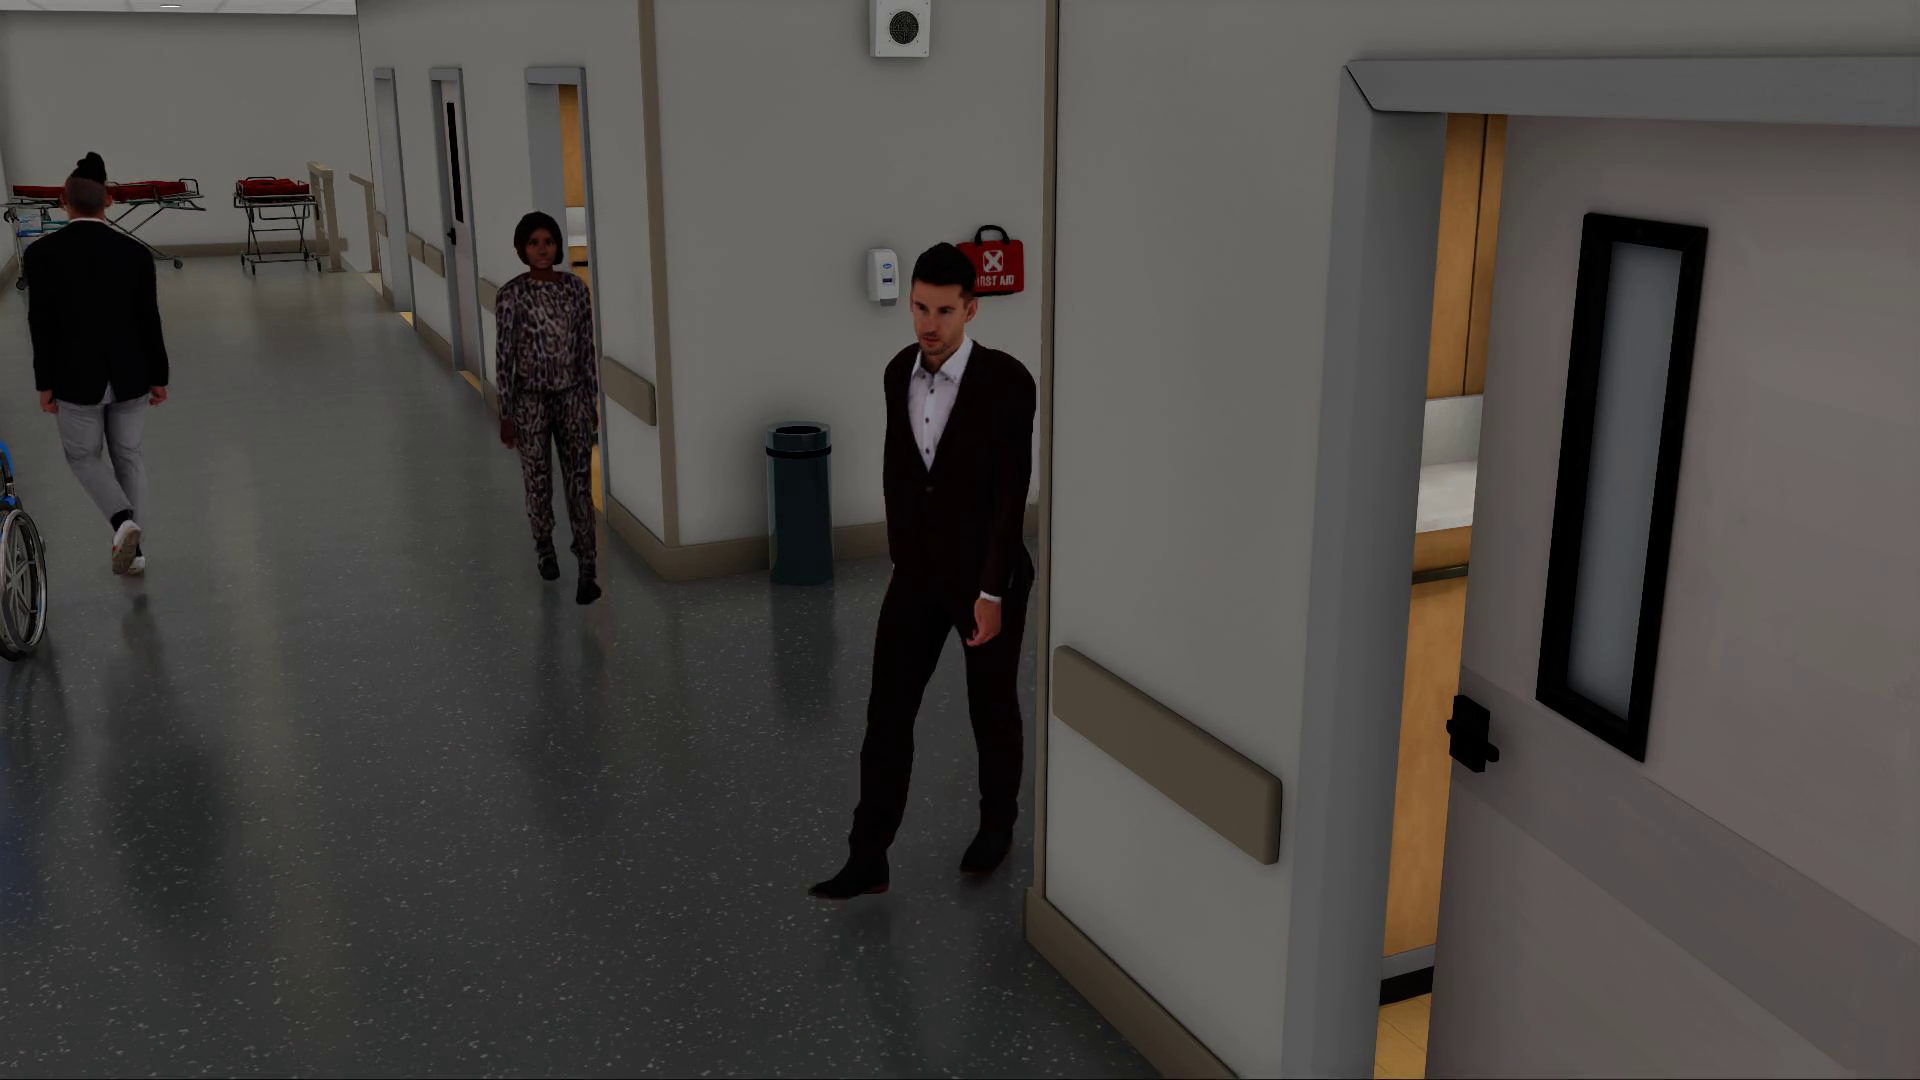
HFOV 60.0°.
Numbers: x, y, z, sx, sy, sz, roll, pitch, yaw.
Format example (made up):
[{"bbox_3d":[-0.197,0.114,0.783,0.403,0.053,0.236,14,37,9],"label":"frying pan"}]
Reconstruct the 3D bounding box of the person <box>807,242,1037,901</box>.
[{"bbox_3d":[0.036,0.088,4.727,1.077,1.834,1.088,8,18,26],"label":"person"}]

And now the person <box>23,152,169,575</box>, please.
[{"bbox_3d":[-3.847,-0.741,7.486,0.838,1.932,1.004,-12,20,-36],"label":"person"}]

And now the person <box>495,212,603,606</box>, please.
[{"bbox_3d":[-1.827,-0.564,7.355,0.643,1.663,1.145,-6,17,-21],"label":"person"}]
